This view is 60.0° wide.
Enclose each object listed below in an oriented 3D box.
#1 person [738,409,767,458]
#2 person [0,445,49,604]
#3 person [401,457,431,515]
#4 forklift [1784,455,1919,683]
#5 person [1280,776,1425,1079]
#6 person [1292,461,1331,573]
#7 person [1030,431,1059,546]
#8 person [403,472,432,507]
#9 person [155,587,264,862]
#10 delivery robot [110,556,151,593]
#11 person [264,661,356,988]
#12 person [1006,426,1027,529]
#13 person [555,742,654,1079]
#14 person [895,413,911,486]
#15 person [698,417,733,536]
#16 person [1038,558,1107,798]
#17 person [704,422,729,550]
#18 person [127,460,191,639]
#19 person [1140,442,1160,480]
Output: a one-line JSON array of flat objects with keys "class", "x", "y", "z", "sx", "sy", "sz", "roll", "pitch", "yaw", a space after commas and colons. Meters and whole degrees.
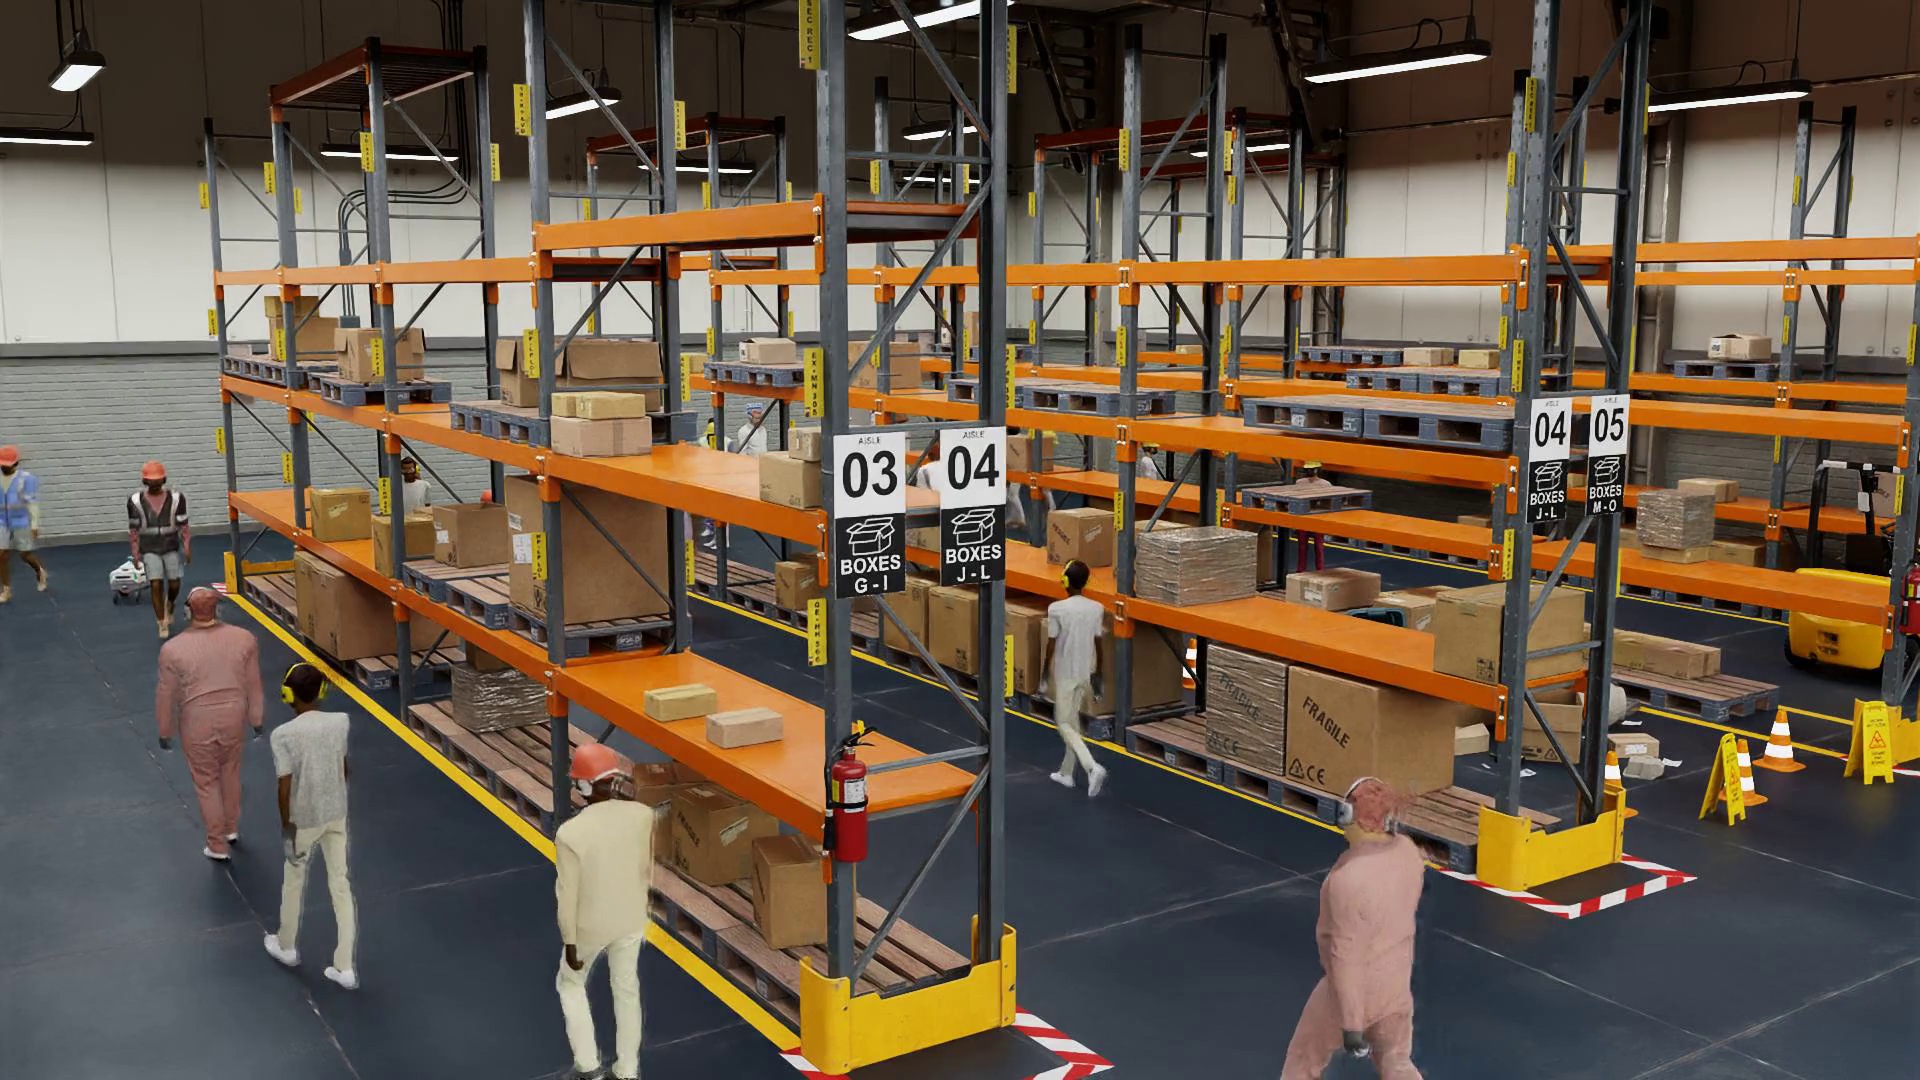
[{"class": "person", "x": -3.487, "y": -1.285, "z": 28.390, "sx": 0.407, "sy": 1.902, "sz": 0.639, "roll": 6, "pitch": 10, "yaw": 34}, {"class": "person", "x": -11.874, "y": -0.220, "z": 20.955, "sx": 0.657, "sy": 2.009, "sz": 0.728, "roll": 0, "pitch": 9, "yaw": -3}, {"class": "person", "x": -6.810, "y": -0.112, "z": 20.676, "sx": 0.533, "sy": 1.869, "sz": 0.311, "roll": -3, "pitch": 9, "yaw": -20}, {"class": "forklift", "x": 9.643, "y": 0.253, "z": 17.172, "sx": 2.313, "sy": 2.155, "sz": 1.214, "roll": -6, "pitch": 10, "yaw": -33}, {"class": "person", "x": 1.741, "y": 1.925, "z": 7.252, "sx": 0.629, "sy": 1.834, "sz": 1.019, "roll": -7, "pitch": 11, "yaw": -40}, {"class": "person", "x": 4.614, "y": -0.239, "z": 21.869, "sx": 0.528, "sy": 1.768, "sz": 0.313, "roll": 5, "pitch": 10, "yaw": 31}, {"class": "person", "x": 1.368, "y": -0.779, "z": 25.339, "sx": 0.646, "sy": 1.794, "sz": 0.679, "roll": 0, "pitch": 9, "yaw": -2}, {"class": "person", "x": -7.075, "y": -0.124, "z": 21.534, "sx": 0.498, "sy": 1.633, "sz": 0.278, "roll": -4, "pitch": 9, "yaw": -24}, {"class": "person", "x": -5.236, "y": 1.250, "z": 11.529, "sx": 0.673, "sy": 1.884, "sz": 0.725, "roll": -8, "pitch": 12, "yaw": -43}, {"class": "delivery robot", "x": -10.436, "y": 0.445, "z": 20.995, "sx": 0.477, "sy": 0.478, "sz": 0.707, "roll": -1, "pitch": 9, "yaw": -6}, {"class": "person", "x": -3.730, "y": 1.585, "z": 9.502, "sx": 0.914, "sy": 1.830, "sz": 0.511, "roll": 8, "pitch": 12, "yaw": 43}, {"class": "person", "x": 0.882, "y": -1.082, "z": 27.412, "sx": 0.433, "sy": 1.808, "sz": 0.667, "roll": 0, "pitch": 9, "yaw": 0}, {"class": "person", "x": -1.754, "y": 1.837, "z": 8.132, "sx": 0.576, "sy": 1.734, "sz": 0.477, "roll": -8, "pitch": 12, "yaw": -42}, {"class": "person", "x": -1.109, "y": -1.661, "z": 31.774, "sx": 0.268, "sy": 1.631, "sz": 0.507, "roll": 5, "pitch": 10, "yaw": 28}, {"class": "person", "x": -3.887, "y": -1.005, "z": 26.483, "sx": 0.590, "sy": 1.915, "sz": 0.383, "roll": 2, "pitch": 9, "yaw": 15}, {"class": "person", "x": 0.907, "y": 1.068, "z": 12.883, "sx": 0.517, "sy": 1.853, "sz": 0.760, "roll": -5, "pitch": 10, "yaw": -31}, {"class": "person", "x": -3.686, "y": -0.821, "z": 25.203, "sx": 0.366, "sy": 1.927, "sz": 0.585, "roll": -4, "pitch": 9, "yaw": -25}, {"class": "person", "x": -9.043, "y": 0.093, "z": 18.792, "sx": 0.622, "sy": 2.025, "sz": 0.570, "roll": -5, "pitch": 10, "yaw": -29}, {"class": "person", "x": 2.807, "y": -0.671, "z": 24.736, "sx": 0.328, "sy": 1.766, "sz": 0.532, "roll": 0, "pitch": 9, "yaw": 3}]
